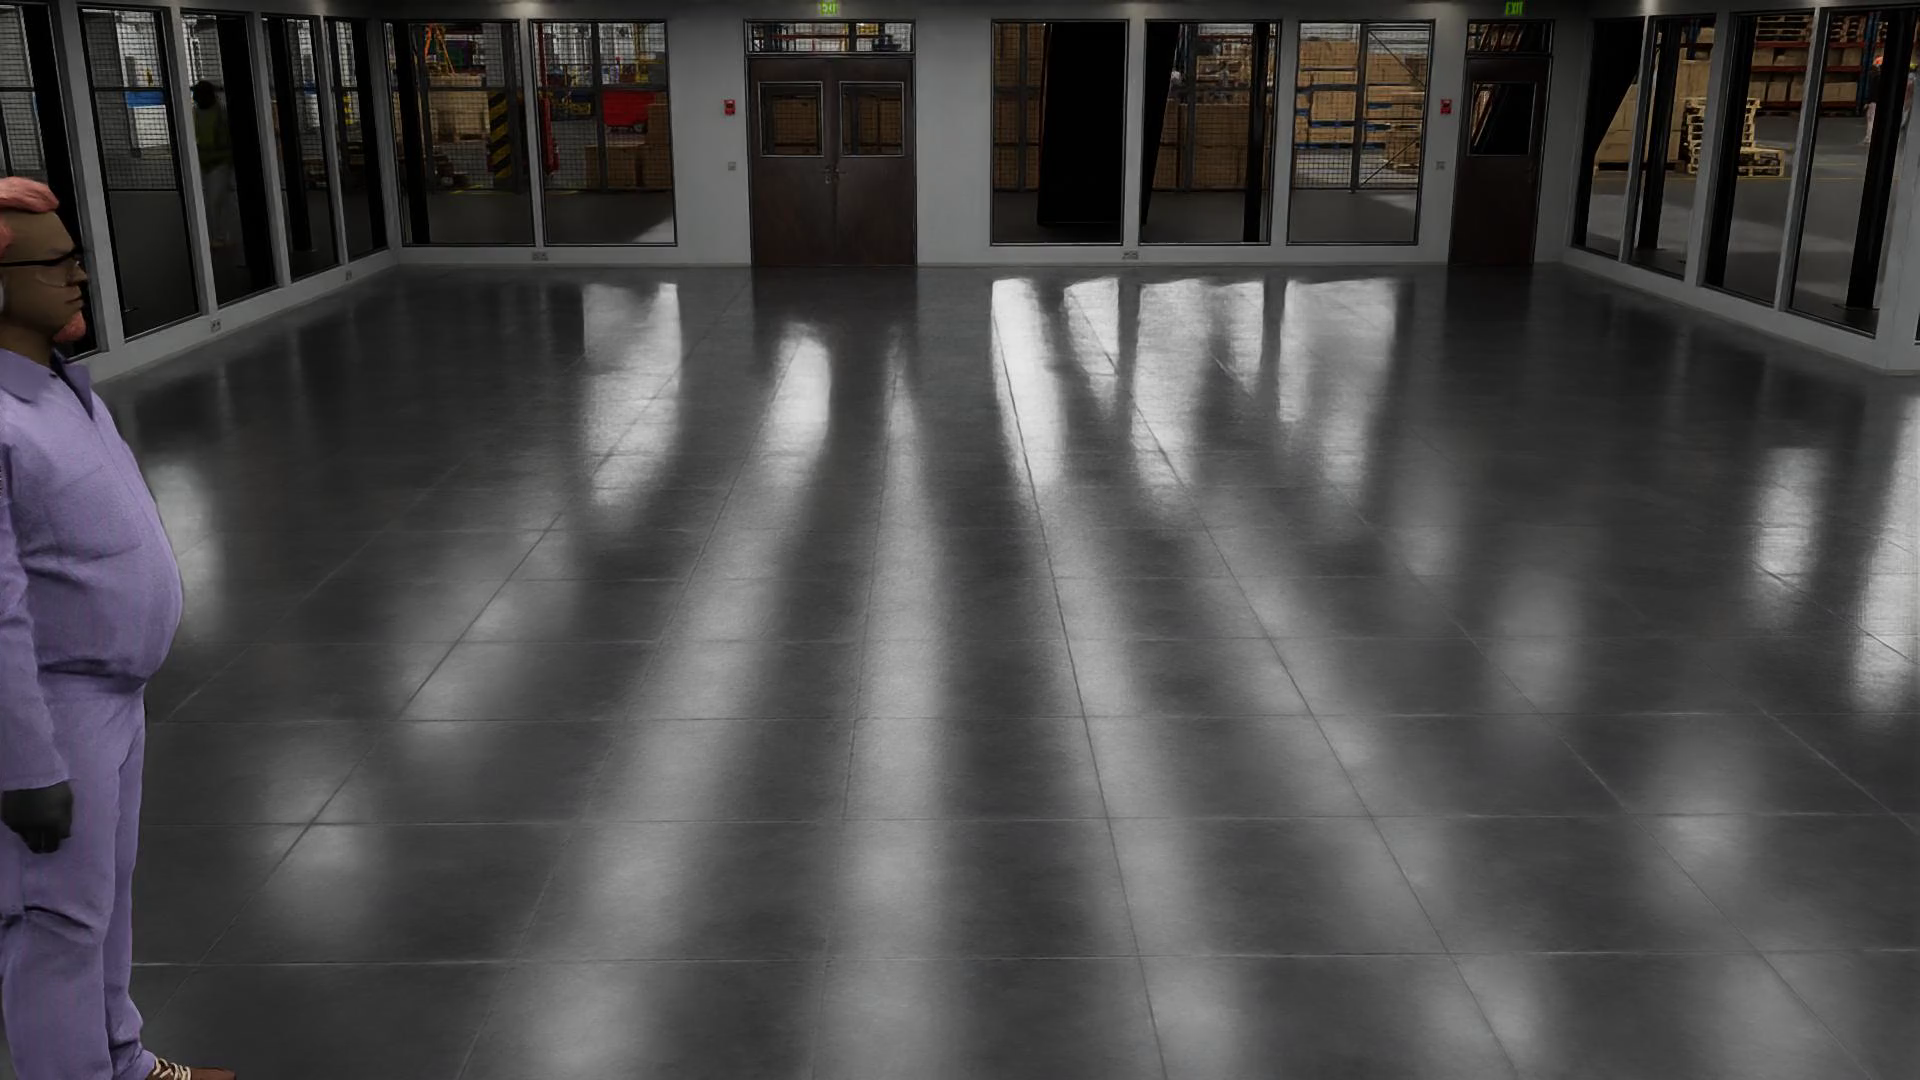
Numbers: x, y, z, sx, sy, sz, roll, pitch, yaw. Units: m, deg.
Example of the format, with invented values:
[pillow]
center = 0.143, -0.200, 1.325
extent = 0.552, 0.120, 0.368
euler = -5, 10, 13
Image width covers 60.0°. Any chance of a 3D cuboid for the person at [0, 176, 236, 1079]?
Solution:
[person]
center = -1.625, 0.308, 3.056
extent = 0.406, 1.911, 0.636
euler = -4, 17, -15
